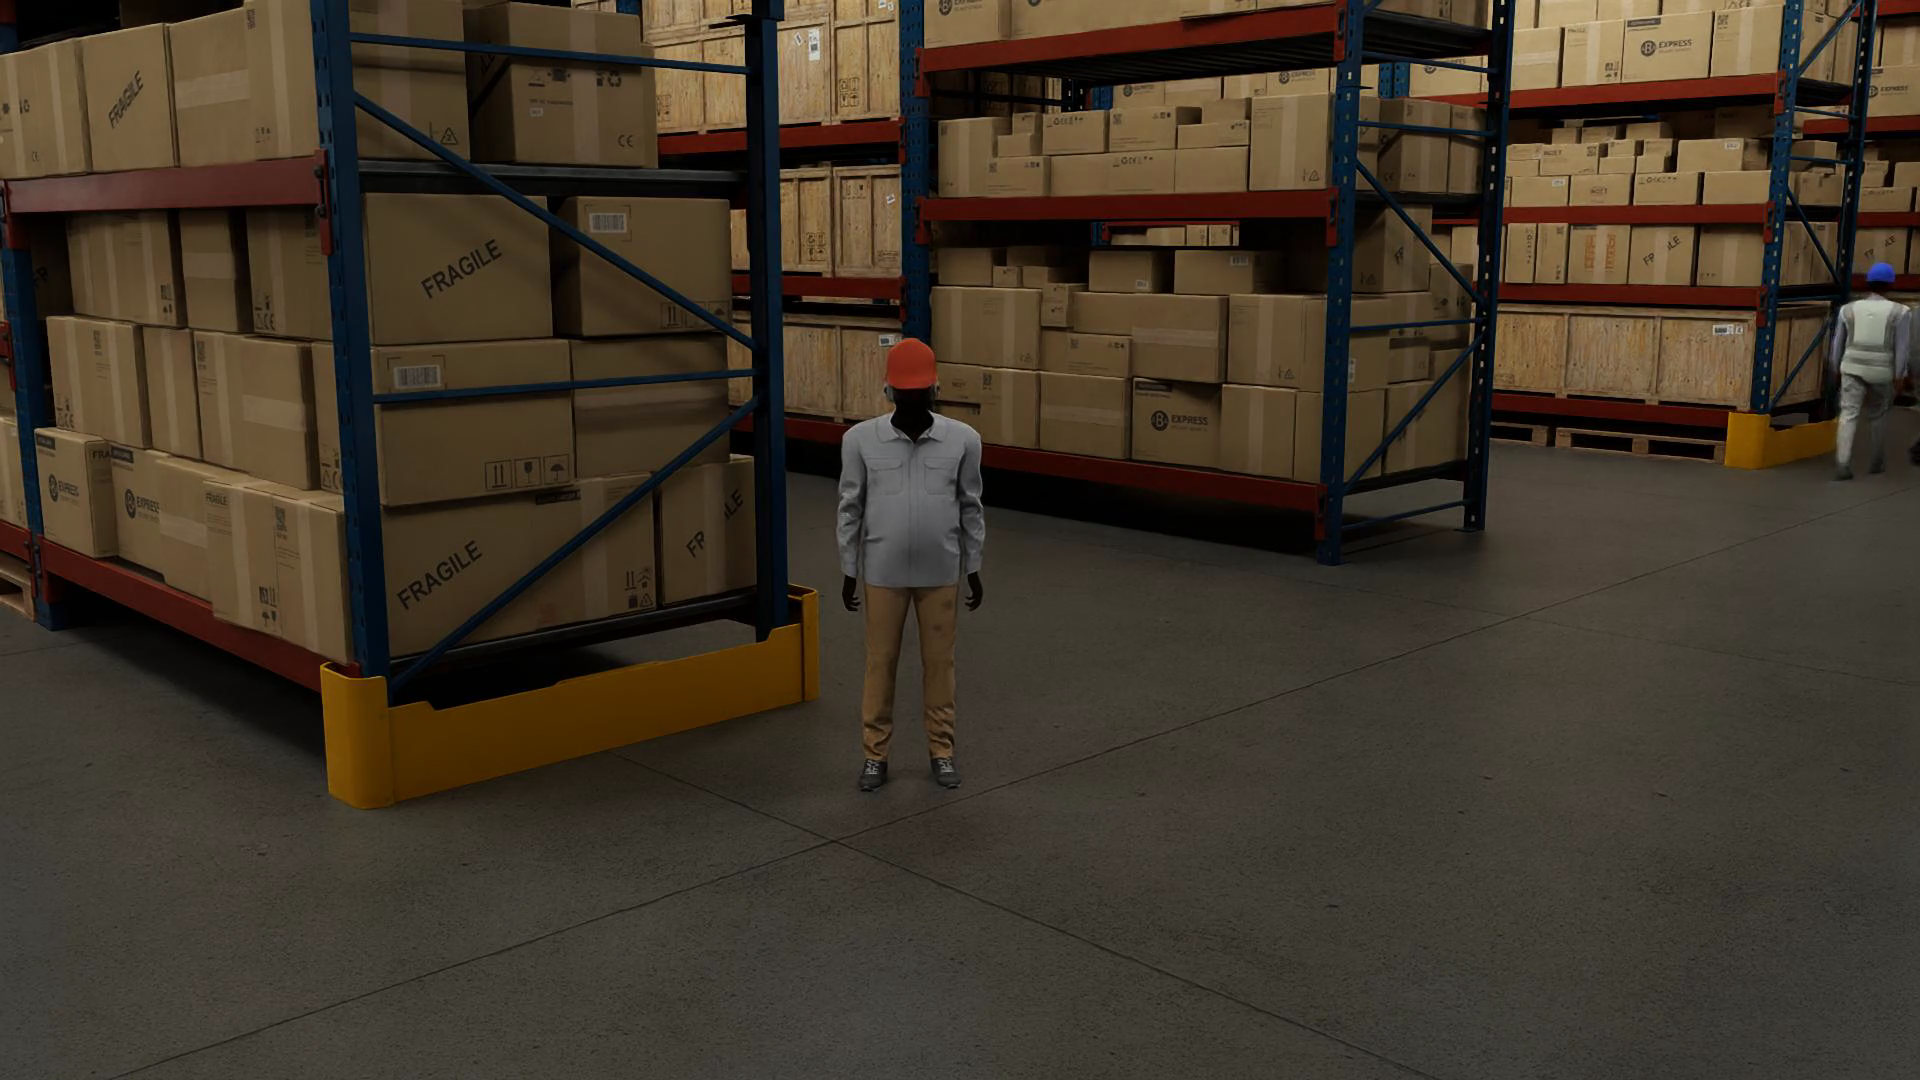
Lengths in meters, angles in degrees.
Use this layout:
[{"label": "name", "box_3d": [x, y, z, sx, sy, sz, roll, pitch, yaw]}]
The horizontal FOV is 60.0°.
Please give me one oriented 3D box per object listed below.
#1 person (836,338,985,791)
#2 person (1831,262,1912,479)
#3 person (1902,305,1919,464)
[{"label": "person", "box_3d": [-0.184, 0.101, 6.382, 0.574, 1.747, 0.342, -1, 10, -5]}, {"label": "person", "box_3d": [7.996, -1.484, 14.642, 0.623, 1.900, 0.984, 9, 14, 40]}, {"label": "person", "box_3d": [9.139, -1.614, 15.612, 0.884, 1.801, 0.599, -9, 14, -39]}]
